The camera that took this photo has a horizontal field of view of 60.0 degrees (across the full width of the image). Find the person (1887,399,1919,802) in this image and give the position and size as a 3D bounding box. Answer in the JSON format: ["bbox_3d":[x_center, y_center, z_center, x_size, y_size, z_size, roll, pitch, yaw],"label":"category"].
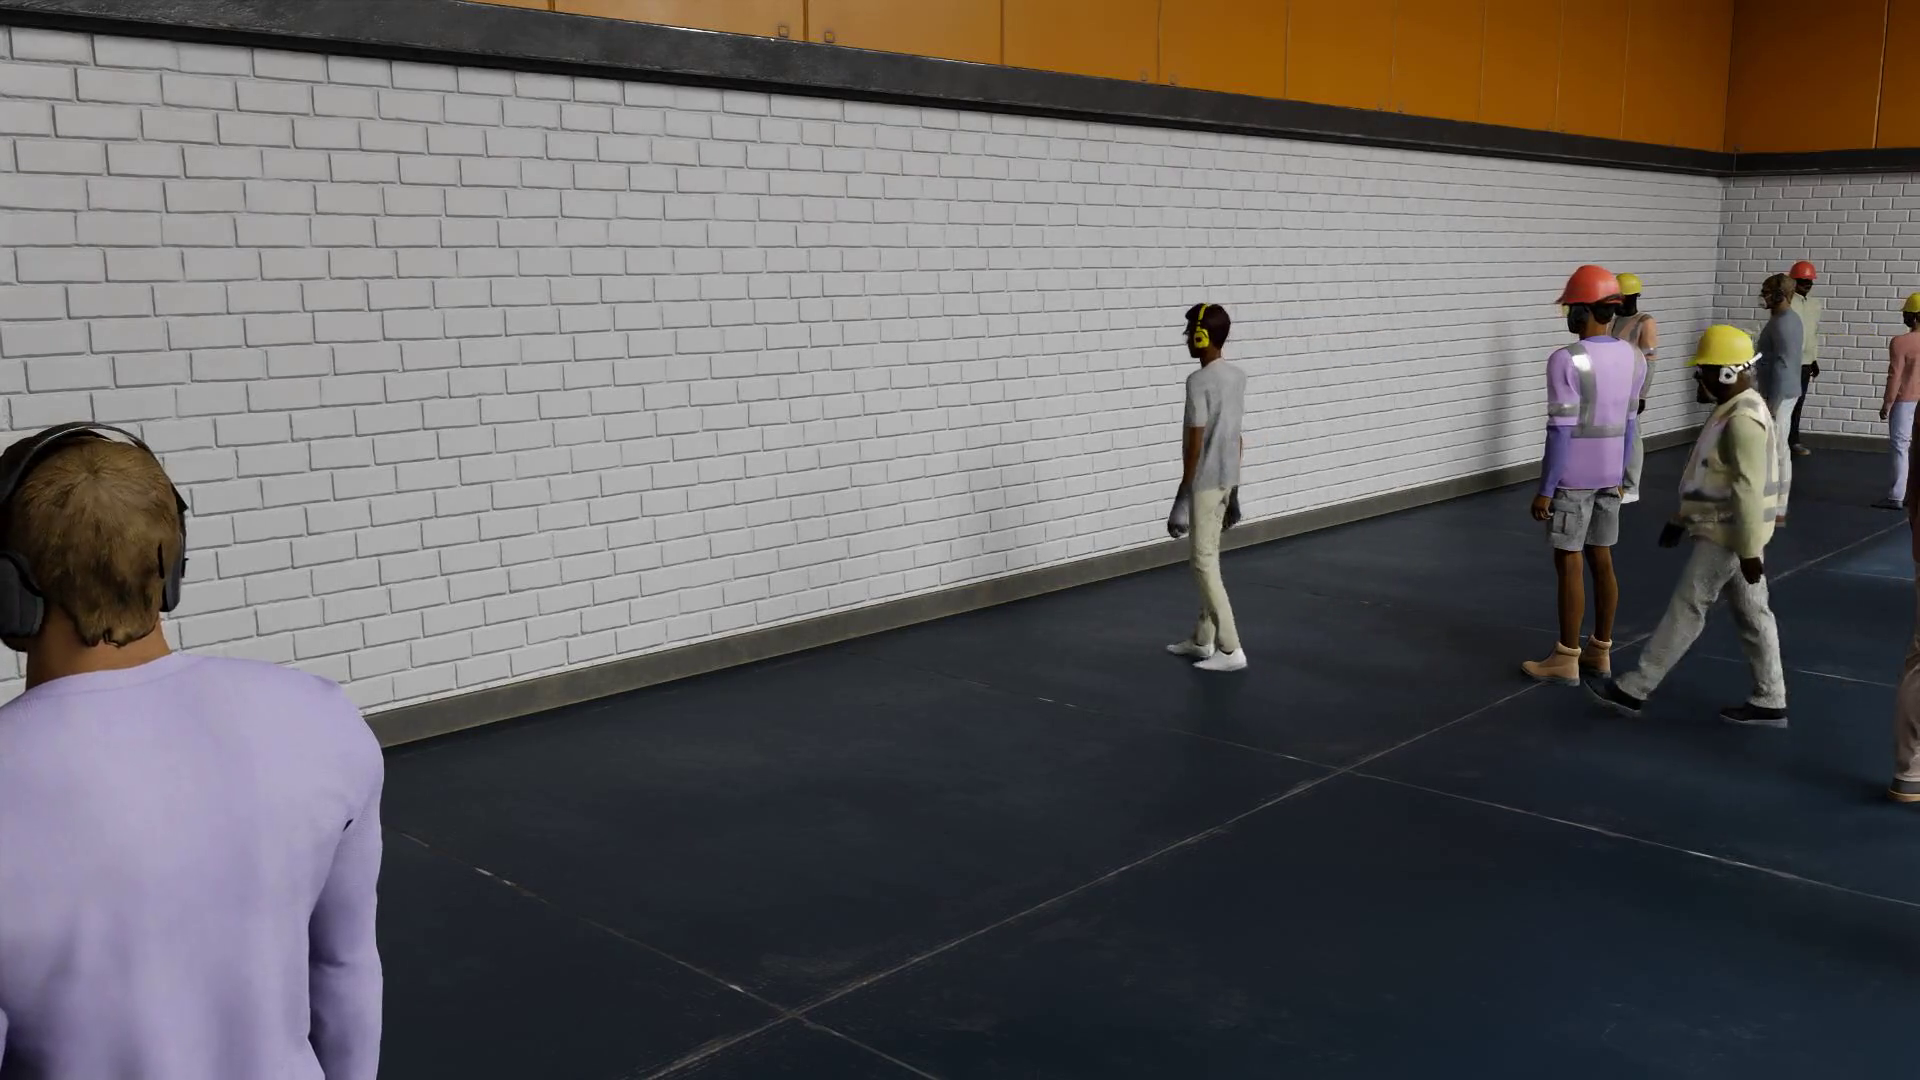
[{"bbox_3d":[3.756,0.061,6.168,0.379,1.994,0.611,-1,10,-5],"label":"person"}]

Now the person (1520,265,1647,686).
[{"bbox_3d":[3.034,-0.309,8.127,0.608,2.047,0.366,-6,12,-31],"label":"person"}]

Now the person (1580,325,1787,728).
[{"bbox_3d":[3.303,-0.053,7.406,0.900,1.782,0.588,5,11,25],"label":"person"}]

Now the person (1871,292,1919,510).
[{"bbox_3d":[7.741,-1.123,13.551,0.525,1.772,0.309,-3,10,-15],"label":"person"}]

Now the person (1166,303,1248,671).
[{"bbox_3d":[1.250,-0.257,8.412,0.479,1.877,0.564,7,12,36],"label":"person"}]

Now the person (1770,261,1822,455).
[{"bbox_3d":[8.559,-1.853,17.059,0.625,1.992,0.388,-3,10,-18],"label":"person"}]

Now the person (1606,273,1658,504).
[{"bbox_3d":[5.540,-1.261,13.904,0.382,1.920,0.585,-3,10,-14],"label":"person"}]

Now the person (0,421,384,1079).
[{"bbox_3d":[-0.958,0.826,1.968,0.372,1.940,0.629,6,12,32],"label":"person"}]

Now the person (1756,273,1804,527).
[{"bbox_3d":[6.252,-1.069,12.761,0.369,1.938,0.630,5,11,27],"label":"person"}]
